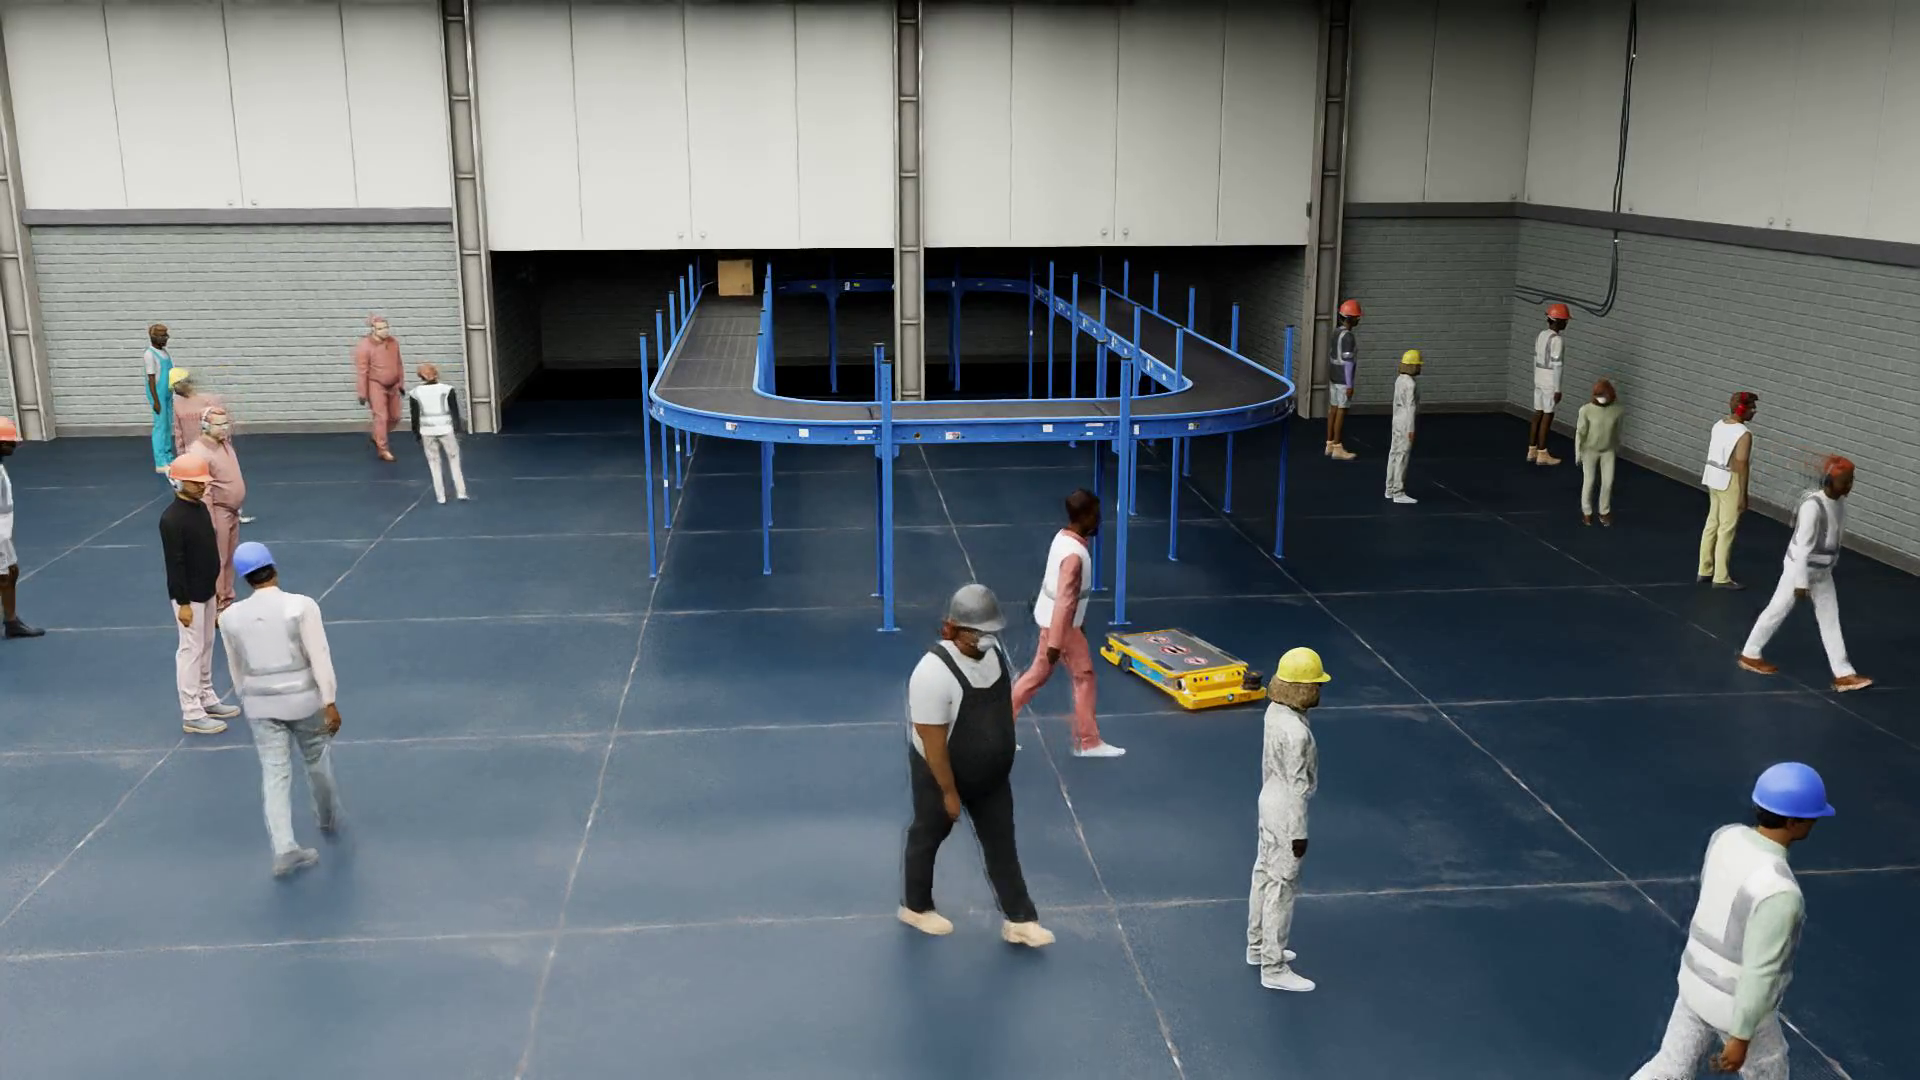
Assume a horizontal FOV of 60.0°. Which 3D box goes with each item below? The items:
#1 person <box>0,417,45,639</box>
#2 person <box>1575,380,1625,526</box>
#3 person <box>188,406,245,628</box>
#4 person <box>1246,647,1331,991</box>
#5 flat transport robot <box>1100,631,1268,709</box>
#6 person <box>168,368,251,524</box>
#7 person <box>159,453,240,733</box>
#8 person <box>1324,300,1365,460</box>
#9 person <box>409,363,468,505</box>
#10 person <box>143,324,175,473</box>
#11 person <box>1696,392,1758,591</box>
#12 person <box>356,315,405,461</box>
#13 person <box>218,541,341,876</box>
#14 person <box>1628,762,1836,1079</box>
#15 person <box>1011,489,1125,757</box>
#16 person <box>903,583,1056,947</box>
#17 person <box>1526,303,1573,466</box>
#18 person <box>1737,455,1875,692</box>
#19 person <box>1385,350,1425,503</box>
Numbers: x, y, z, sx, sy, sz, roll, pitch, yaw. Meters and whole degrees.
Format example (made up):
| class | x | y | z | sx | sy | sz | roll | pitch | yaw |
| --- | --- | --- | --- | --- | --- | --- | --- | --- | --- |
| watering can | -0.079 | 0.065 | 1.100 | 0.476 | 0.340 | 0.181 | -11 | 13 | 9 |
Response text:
| class | x | y | z | sx | sy | sz | roll | pitch | yaw |
| --- | --- | --- | --- | --- | --- | --- | --- | --- | --- |
| person | -8.030 | -0.054 | 13.672 | 0.754 | 1.906 | 0.558 | -7 | 16 | -27 |
| person | 6.798 | -0.928 | 17.752 | 0.517 | 1.597 | 0.486 | 1 | 14 | 5 |
| person | -6.311 | -0.201 | 14.238 | 0.400 | 1.905 | 0.645 | -1 | 14 | -4 |
| person | 1.641 | 1.368 | 8.282 | 0.323 | 1.743 | 0.489 | -1 | 14 | -4 |
| flat transport robot | 1.712 | 0.964 | 12.891 | 0.652 | 0.197 | 1.431 | -6 | 15 | -23 |
| person | -8.018 | -0.981 | 17.737 | 0.728 | 1.716 | 0.344 | 2 | 14 | 9 |
| person | -5.399 | 0.365 | 11.790 | 0.393 | 1.990 | 0.616 | -1 | 14 | -4 |
| person | 4.956 | -2.061 | 21.395 | 0.395 | 2.042 | 0.611 | -1 | 14 | -4 |
| person | -5.942 | -1.208 | 18.856 | 0.555 | 1.602 | 0.410 | -2 | 14 | -7 |
| person | -9.857 | -1.750 | 20.559 | 0.336 | 1.842 | 0.508 | -1 | 14 | -4 |
| person | 7.095 | -0.461 | 15.401 | 0.381 | 1.841 | 0.566 | -1 | 14 | -4 |
| person | -7.437 | -1.949 | 21.289 | 0.580 | 1.877 | 0.670 | 8 | 16 | 29 |
| person | -3.924 | 0.936 | 9.739 | 0.672 | 1.876 | 0.942 | -1 | 14 | -6 |
| person | 2.908 | 1.751 | 6.461 | 0.947 | 1.905 | 0.609 | 0 | 14 | -1 |
| person | 0.618 | 0.567 | 11.239 | 0.939 | 1.880 | 0.593 | -1 | 14 | -4 |
| person | 0.070 | 1.150 | 8.552 | 0.985 | 2.000 | 0.693 | 12 | 18 | 39 |
| person | 7.476 | -1.973 | 21.041 | 0.395 | 2.042 | 0.611 | -1 | 14 | -4 |
| person | 6.484 | 0.239 | 12.644 | 0.581 | 1.815 | 1.057 | -9 | 17 | -33 |
| person | 5.089 | -1.301 | 18.963 | 0.323 | 1.742 | 0.489 | -1 | 14 | -4 |
